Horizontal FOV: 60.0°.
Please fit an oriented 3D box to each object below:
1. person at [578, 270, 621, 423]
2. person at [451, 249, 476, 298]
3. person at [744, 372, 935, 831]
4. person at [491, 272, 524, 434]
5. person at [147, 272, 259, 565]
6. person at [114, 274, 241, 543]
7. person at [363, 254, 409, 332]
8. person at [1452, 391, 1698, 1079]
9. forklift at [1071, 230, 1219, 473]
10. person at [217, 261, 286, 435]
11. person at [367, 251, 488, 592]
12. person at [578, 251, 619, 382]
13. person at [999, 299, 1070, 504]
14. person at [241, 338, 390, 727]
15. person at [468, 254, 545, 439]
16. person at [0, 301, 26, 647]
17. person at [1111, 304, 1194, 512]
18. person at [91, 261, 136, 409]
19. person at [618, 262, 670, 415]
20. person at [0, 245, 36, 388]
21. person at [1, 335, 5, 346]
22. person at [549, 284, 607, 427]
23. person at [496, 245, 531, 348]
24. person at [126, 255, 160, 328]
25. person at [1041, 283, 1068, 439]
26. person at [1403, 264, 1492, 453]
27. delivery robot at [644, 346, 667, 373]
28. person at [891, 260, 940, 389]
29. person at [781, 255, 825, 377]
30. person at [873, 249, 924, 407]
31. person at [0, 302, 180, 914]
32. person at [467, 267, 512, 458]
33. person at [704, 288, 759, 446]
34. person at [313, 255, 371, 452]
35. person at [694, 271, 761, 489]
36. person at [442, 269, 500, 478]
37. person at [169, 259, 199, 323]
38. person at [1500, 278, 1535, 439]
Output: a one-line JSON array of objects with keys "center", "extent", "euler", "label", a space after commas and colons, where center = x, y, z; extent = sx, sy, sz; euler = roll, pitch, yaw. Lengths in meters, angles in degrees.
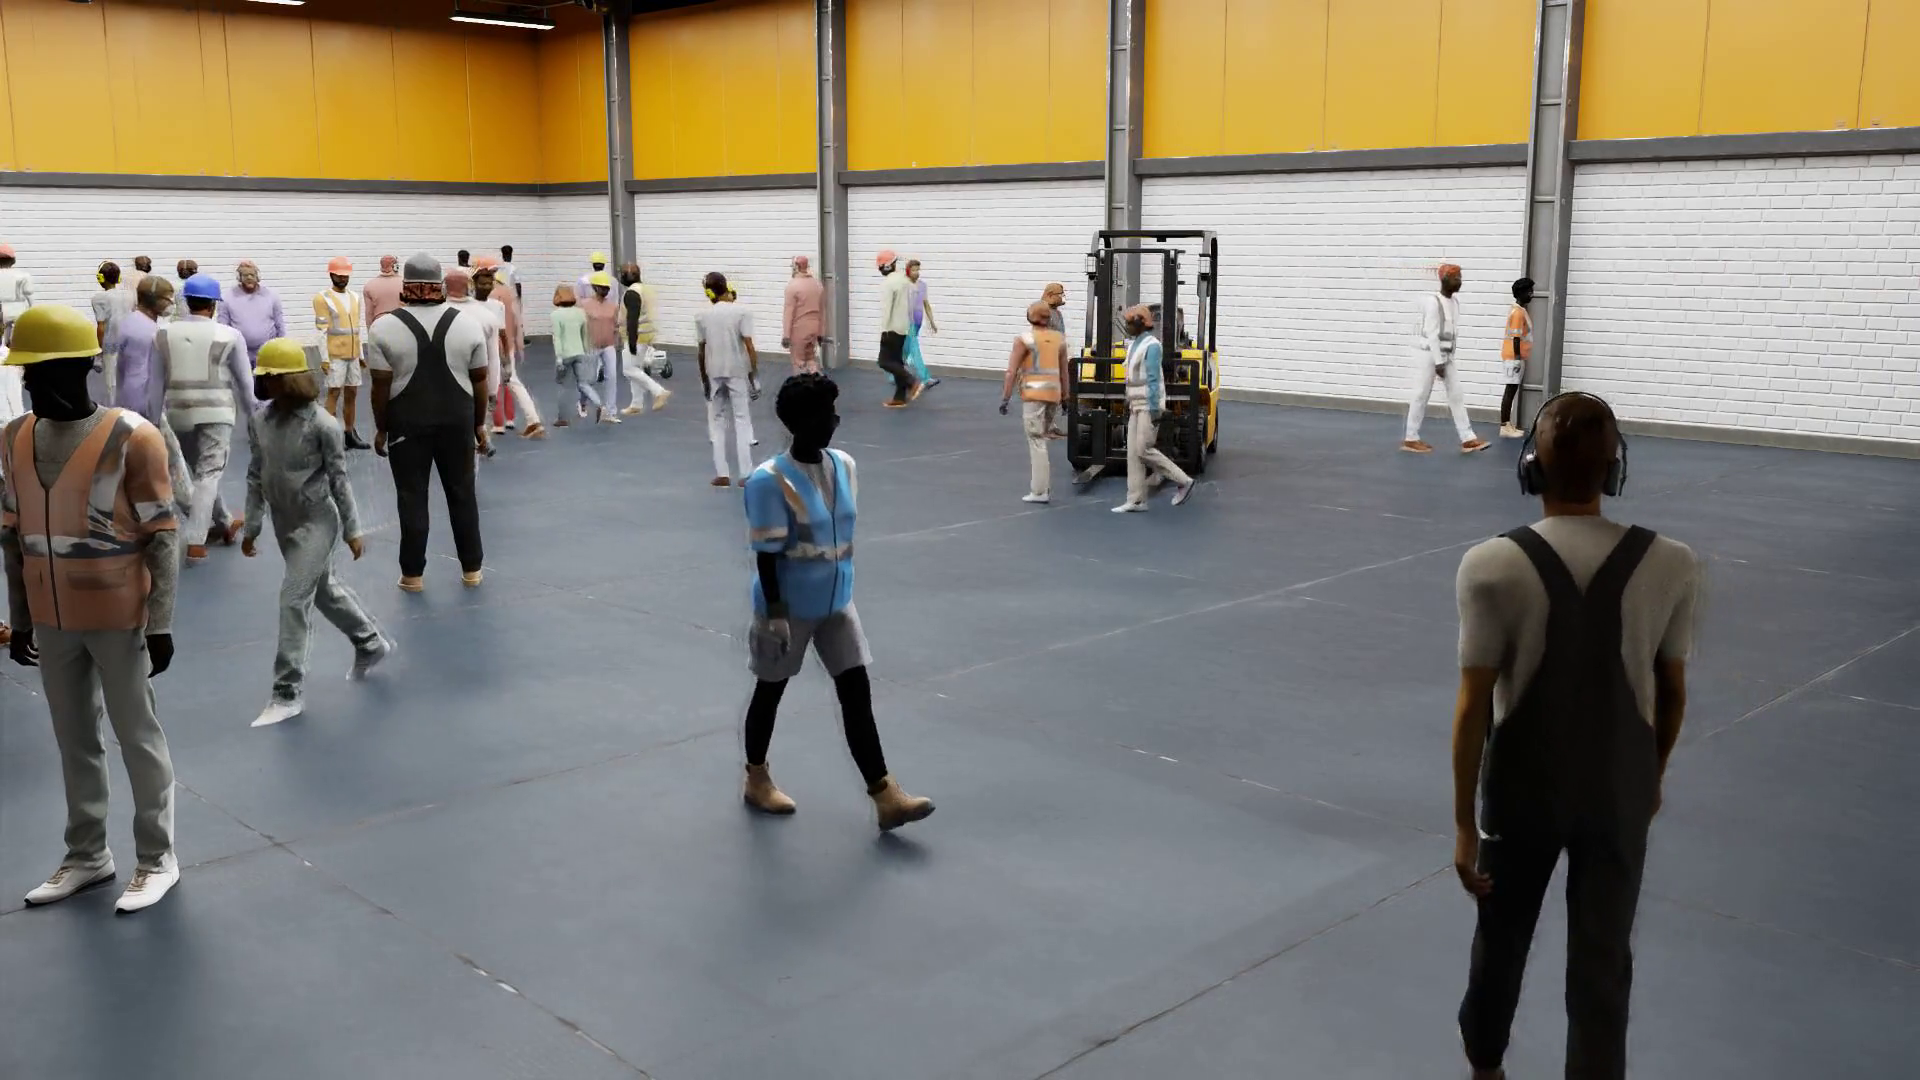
[{"center": [-4.161, -2.219, 19.064], "extent": [0.520, 1.737, 0.735], "euler": [-7, 13, -35], "label": "person"}, {"center": [-8.796, -4.260, 29.817], "extent": [0.872, 1.884, 0.586], "euler": [7, 12, 33], "label": "person"}, {"center": [-0.501, 0.233, 5.919], "extent": [0.871, 1.644, 0.552], "euler": [9, 14, 41], "label": "person"}, {"center": [-5.021, -2.027, 18.000], "extent": [0.550, 1.736, 0.679], "euler": [-5, 12, -25], "label": "person"}, {"center": [-4.986, -0.816, 11.023], "extent": [0.663, 1.883, 1.047], "euler": [0, 10, -1], "label": "person"}, {"center": [-5.551, -0.867, 11.357], "extent": [1.065, 1.872, 0.681], "euler": [-5, 12, -26], "label": "person"}, {"center": [-6.836, -2.491, 20.112], "extent": [0.636, 1.902, 0.406], "euler": [-1, 10, -6], "label": "person"}, {"center": [1.348, 0.564, 3.740], "extent": [0.518, 1.787, 0.974], "euler": [2, 11, 11], "label": "person"}, {"center": [1.804, -1.825, 15.677], "extent": [1.214, 2.155, 2.313], "euler": [2, 11, 13], "label": "forklift"}, {"center": [-7.447, -1.998, 17.504], "extent": [0.660, 1.876, 0.937], "euler": [-4, 11, -21], "label": "person"}, {"center": [-3.210, -0.716, 10.049], "extent": [0.689, 2.000, 0.538], "euler": [-5, 12, -27], "label": "person"}, {"center": [-5.279, -3.274, 24.378], "extent": [0.586, 1.902, 0.834], "euler": [-4, 11, -20], "label": "person"}, {"center": [0.614, -1.108, 13.319], "extent": [0.576, 1.616, 0.482], "euler": [-9, 13, -39], "label": "person"}, {"center": [-2.929, -0.077, 7.571], "extent": [0.502, 1.704, 0.931], "euler": [5, 12, 26], "label": "person"}, {"center": [-4.837, -2.015, 17.406], "extent": [1.020, 1.951, 0.623], "euler": [5, 11, 25], "label": "person"}, {"center": [-4.826, -0.343, 8.510], "extent": [0.790, 1.857, 0.594], "euler": [2, 11, 9], "label": "person"}, {"center": [1.470, -1.006, 12.806], "extent": [0.551, 1.616, 0.551], "euler": [-2, 11, -12], "label": "person"}, {"center": [-8.617, -1.902, 16.986], "extent": [0.311, 1.869, 0.532], "euler": [4, 11, 23], "label": "person"}, {"center": [-3.774, -2.370, 19.678], "extent": [0.550, 1.824, 0.657], "euler": [0, 10, 3], "label": "person"}, {"center": [-13.358, -3.148, 23.456], "extent": [0.625, 1.984, 1.015], "euler": [-3, 11, -17], "label": "person"}, {"center": [-10.428, -1.980, 17.627], "extent": [0.586, 1.803, 0.843], "euler": [-9, 14, -39], "label": "person"}, {"center": [-4.250, -2.023, 18.374], "extent": [0.713, 1.606, 0.513], "euler": [9, 14, 41], "label": "person"}, {"center": [-8.448, -4.555, 31.264], "extent": [0.633, 1.930, 0.818], "euler": [2, 11, 13], "label": "person"}, {"center": [-12.859, -3.557, 26.131], "extent": [0.635, 1.825, 0.718], "euler": [6, 12, 31], "label": "person"}, {"center": [0.988, -1.887, 17.538], "extent": [0.284, 1.636, 0.500], "euler": [3, 11, 17], "label": "person"}, {"center": [4.746, -1.741, 16.161], "extent": [0.590, 1.840, 0.923], "euler": [-9, 14, -42], "label": "person"}, {"center": [-4.707, -2.727, 24.813], "extent": [0.707, 0.478, 0.477], "euler": [9, 14, 40], "label": "delivery robot"}, {"center": [-0.643, -3.001, 23.208], "extent": [1.009, 1.780, 0.568], "euler": [9, 14, 39], "label": "person"}, {"center": [-1.933, -2.543, 20.409], "extent": [0.449, 1.895, 0.644], "euler": [6, 12, 32], "label": "person"}, {"center": [-0.776, -2.585, 20.452], "extent": [0.600, 1.961, 0.699], "euler": [3, 11, 15], "label": "person"}, {"center": [-2.753, 0.221, 5.245], "extent": [0.594, 1.925, 0.369], "euler": [2, 11, 12], "label": "person"}, {"center": [-4.563, -1.687, 15.940], "extent": [0.532, 1.818, 0.960], "euler": [-8, 13, -36], "label": "person"}, {"center": [-2.335, -1.726, 16.746], "extent": [0.528, 1.607, 0.784], "euler": [-7, 12, -32], "label": "person"}, {"center": [-6.090, -1.837, 16.451], "extent": [0.371, 1.933, 0.550], "euler": [5, 12, 26], "label": "person"}, {"center": [-1.897, -1.346, 14.074], "extent": [0.705, 1.829, 0.396], "euler": [3, 11, 14], "label": "person"}, {"center": [-4.038, -1.244, 13.414], "extent": [0.647, 1.870, 0.955], "euler": [-5, 12, -28], "label": "person"}, {"center": [-9.725, -2.616, 20.996], "extent": [0.434, 1.833, 0.627], "euler": [-3, 11, -17], "label": "person"}, {"center": [5.877, -1.919, 17.565], "extent": [0.318, 1.691, 0.534], "euler": [3, 11, 16], "label": "person"}]
